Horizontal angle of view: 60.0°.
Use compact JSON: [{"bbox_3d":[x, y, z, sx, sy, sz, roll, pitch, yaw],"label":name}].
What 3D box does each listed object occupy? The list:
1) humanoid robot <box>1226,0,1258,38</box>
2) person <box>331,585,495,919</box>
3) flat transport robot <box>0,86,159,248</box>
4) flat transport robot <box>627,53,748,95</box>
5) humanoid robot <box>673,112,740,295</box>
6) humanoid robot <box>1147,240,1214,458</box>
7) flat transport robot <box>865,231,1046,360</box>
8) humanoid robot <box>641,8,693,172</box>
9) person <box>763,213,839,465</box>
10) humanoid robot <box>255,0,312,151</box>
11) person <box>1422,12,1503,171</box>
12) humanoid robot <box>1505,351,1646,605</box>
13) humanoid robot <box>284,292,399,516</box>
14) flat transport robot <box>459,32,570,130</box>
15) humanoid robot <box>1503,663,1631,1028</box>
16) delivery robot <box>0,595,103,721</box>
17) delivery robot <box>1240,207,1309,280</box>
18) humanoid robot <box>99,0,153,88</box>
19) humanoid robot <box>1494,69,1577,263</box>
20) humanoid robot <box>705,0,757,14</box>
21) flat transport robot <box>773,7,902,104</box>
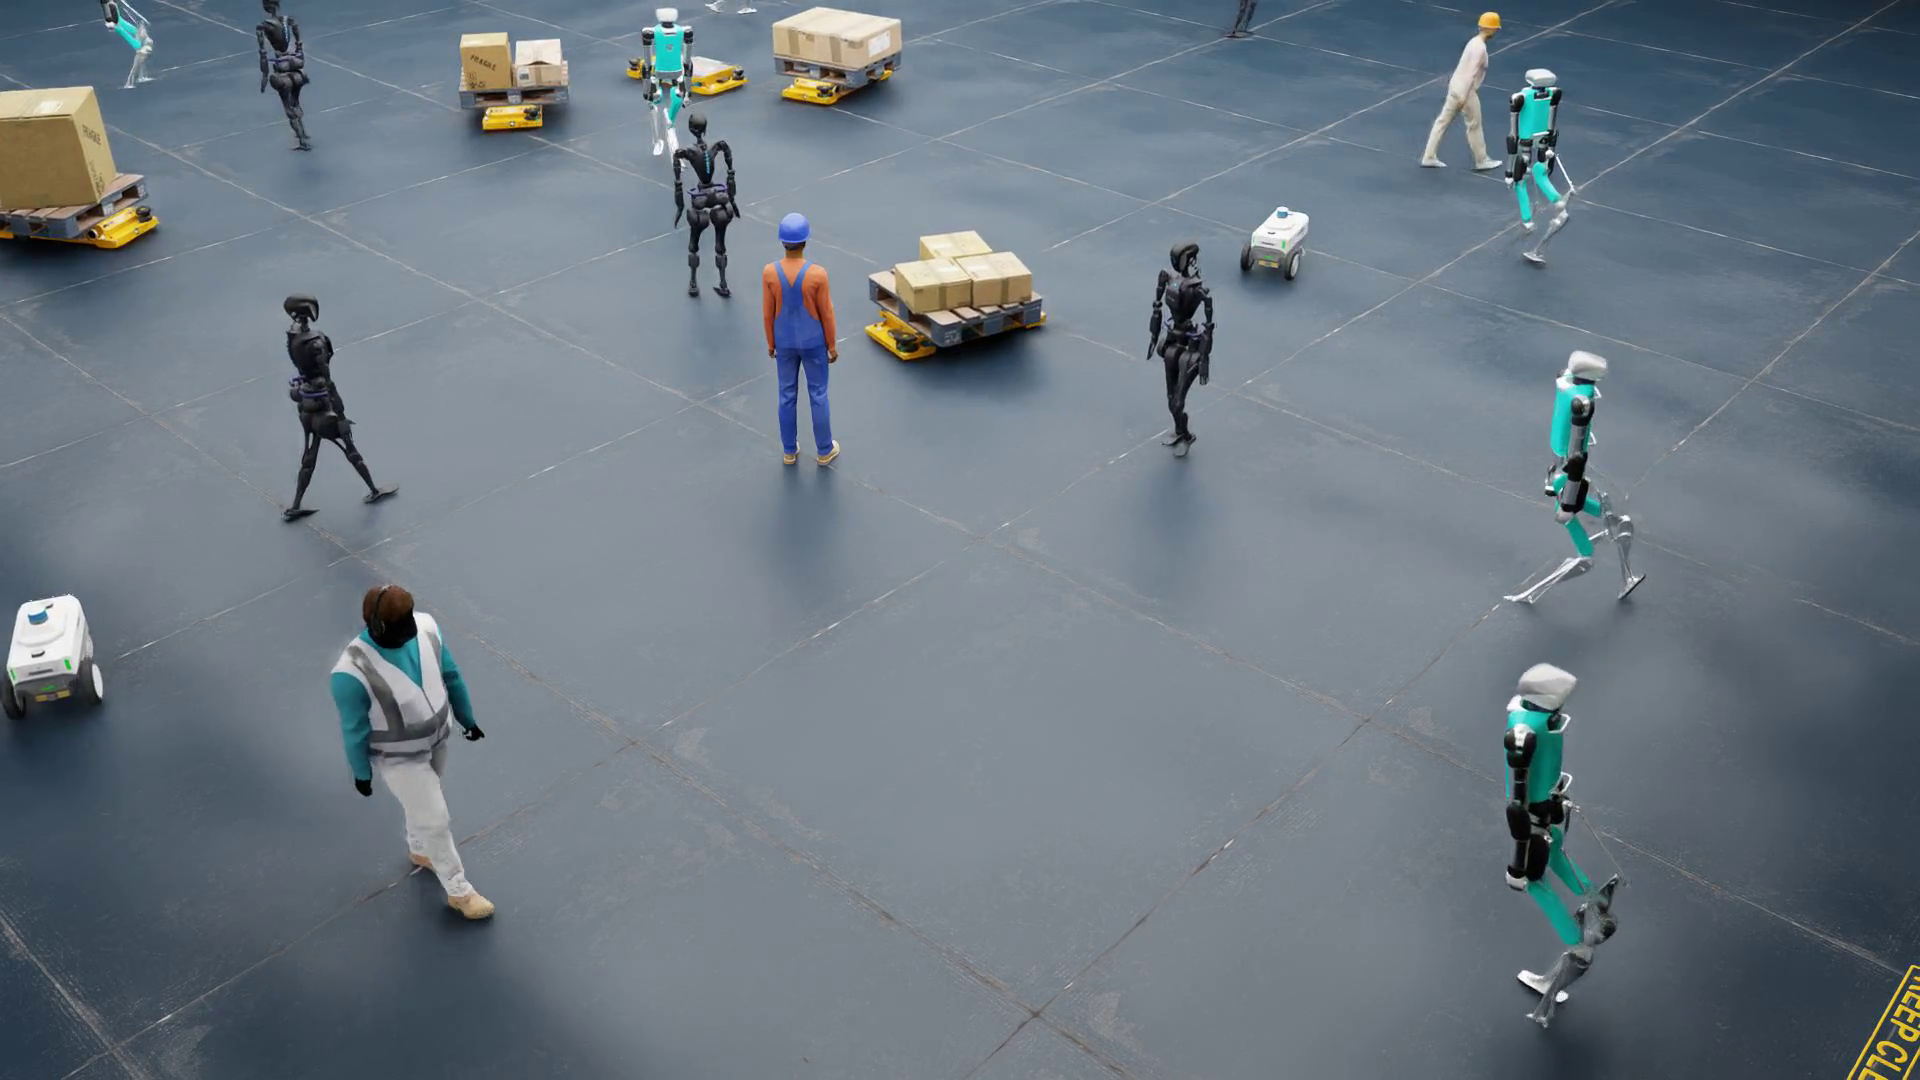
[{"bbox_3d":[3.771,-7.408,21.756,0.447,1.630,0.613,4,32,6],"label":"humanoid robot"},{"bbox_3d":[-2.561,1.013,8.060,0.804,1.811,0.653,14,34,21],"label":"person"},{"bbox_3d":[-8.612,-3.069,16.096,1.431,0.231,0.659,7,33,11],"label":"flat transport robot"},{"bbox_3d":[-3.347,-5.725,20.373,1.431,0.231,0.659,21,38,30],"label":"flat transport robot"},{"bbox_3d":[-2.224,-2.945,14.554,0.602,1.647,0.393,-14,35,-22],"label":"humanoid robot"},{"bbox_3d":[1.612,-1.405,12.079,0.448,1.645,0.610,-24,39,-33],"label":"humanoid robot"},{"bbox_3d":[-0.031,-1.879,14.179,1.431,0.231,0.659,-19,36,-27],"label":"flat transport robot"},{"bbox_3d":[-3.103,-4.762,17.460,0.561,1.739,1.051,-12,34,-18],"label":"humanoid robot"},{"bbox_3d":[-1.134,-1.415,11.879,0.514,1.910,0.362,3,32,5],"label":"person"},{"bbox_3d":[-7.293,-5.059,17.965,0.434,1.648,0.589,17,35,25],"label":"humanoid robot"},{"bbox_3d":[5.332,-4.664,17.349,0.846,1.635,0.463,0,32,0],"label":"person"},{"bbox_3d":[4.029,-0.317,10.313,1.007,1.779,0.538,3,32,6],"label":"humanoid robot"},{"bbox_3d":[-4.391,-0.933,11.373,0.785,1.632,0.601,-24,39,-33],"label":"humanoid robot"},{"bbox_3d":[-5.147,-5.093,19.356,0.659,0.231,1.431,-6,32,-10],"label":"flat transport robot"},{"bbox_3d":[2.750,1.429,7.500,0.803,1.802,0.537,20,37,28],"label":"humanoid robot"},{"bbox_3d":[-5.366,0.674,9.803,0.499,0.601,0.775,-11,33,-17],"label":"delivery robot"},{"bbox_3d":[2.928,-2.746,15.320,0.504,0.611,0.783,16,35,24],"label":"delivery robot"},{"bbox_3d":[-10.019,-6.319,19.963,0.660,1.817,0.550,-12,34,-19],"label":"humanoid robot"},{"bbox_3d":[5.279,-3.322,15.130,0.540,1.784,0.874,-13,34,-20],"label":"humanoid robot"},{"bbox_3d":[-3.044,-7.930,22.522,0.996,1.722,0.573,9,33,14],"label":"humanoid robot"},{"bbox_3d":[-1.481,-5.590,20.156,0.659,0.231,1.431,17,36,26],"label":"flat transport robot"}]
